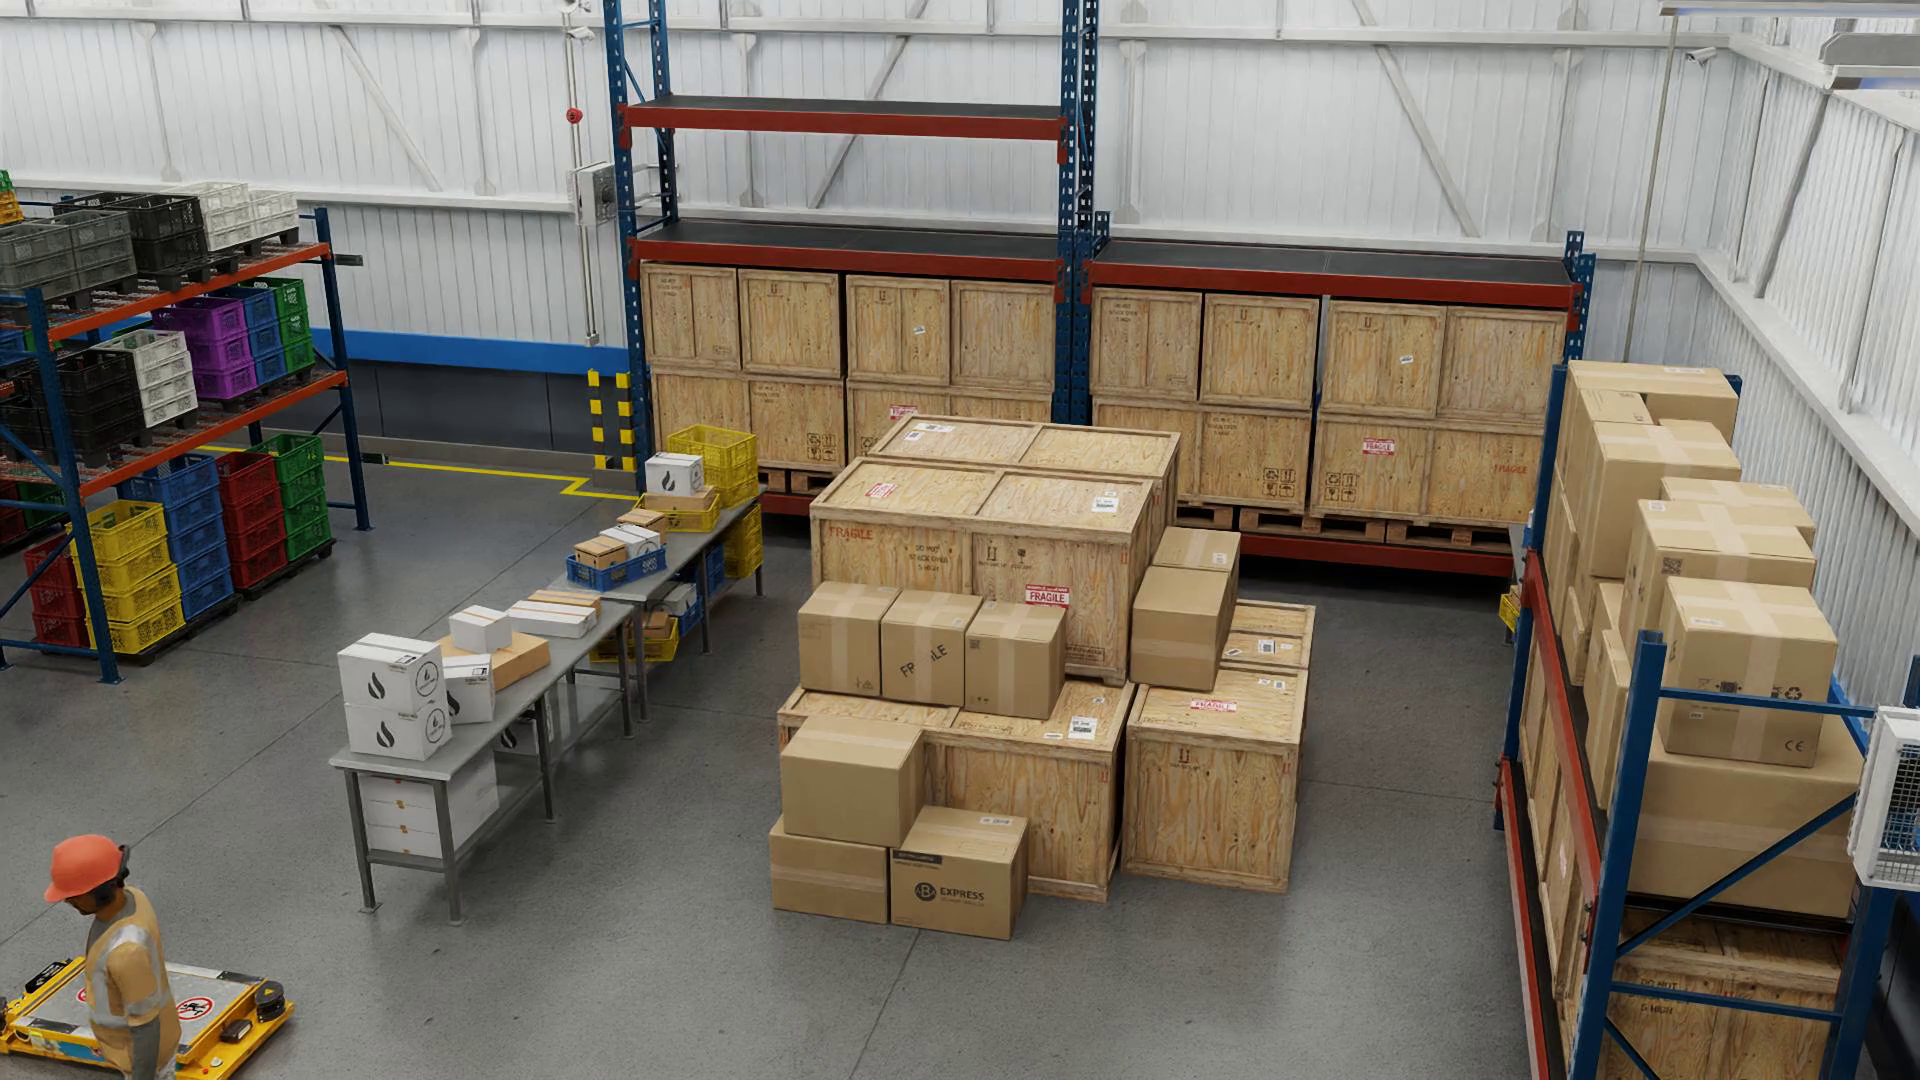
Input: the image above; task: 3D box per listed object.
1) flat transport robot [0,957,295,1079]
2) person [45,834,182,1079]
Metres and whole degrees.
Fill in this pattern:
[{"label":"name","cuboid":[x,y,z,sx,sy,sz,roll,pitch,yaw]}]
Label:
[{"label":"flat transport robot","cuboid":[-4.270,2.464,8.601,1.431,0.231,0.659,5,22,13]},{"label":"person","cuboid":[-3.486,2.128,7.009,0.380,2.035,0.604,-11,24,-27]}]
